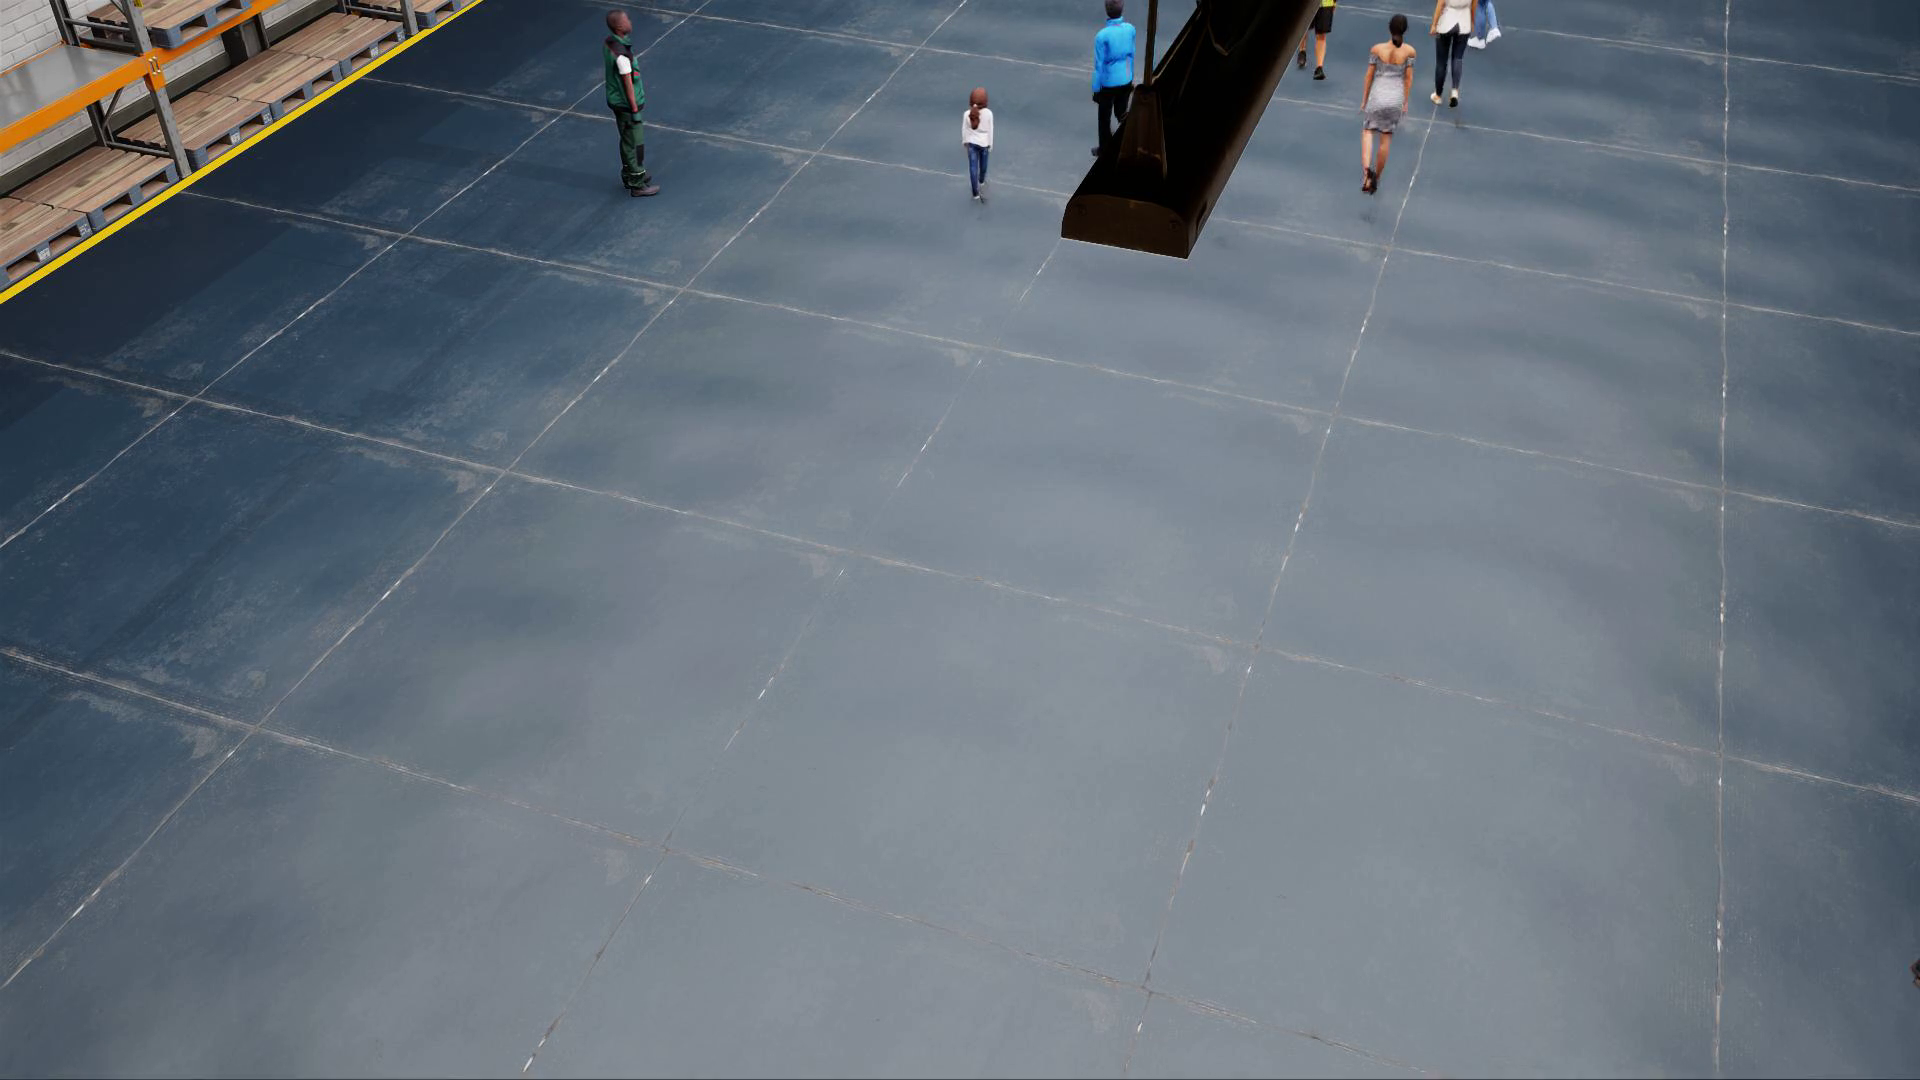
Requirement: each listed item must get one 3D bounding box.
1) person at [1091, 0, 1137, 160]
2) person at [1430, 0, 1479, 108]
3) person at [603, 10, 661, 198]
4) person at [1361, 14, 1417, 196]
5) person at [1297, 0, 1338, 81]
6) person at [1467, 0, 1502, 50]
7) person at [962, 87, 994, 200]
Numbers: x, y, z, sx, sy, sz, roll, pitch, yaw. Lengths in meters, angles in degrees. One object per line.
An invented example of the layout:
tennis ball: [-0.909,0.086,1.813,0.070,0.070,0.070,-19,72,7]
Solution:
person: [1.586,-4.525,16.575,0.951,1.782,1.006,-17,42,-20]
person: [5.289,-5.427,17.711,0.777,1.774,0.895,-1,39,-2]
person: [-3.244,-4.256,16.192,0.837,1.840,0.777,-16,41,-19]
person: [4.111,-4.160,16.093,0.648,1.814,0.754,8,39,10]
person: [3.968,-6.046,18.577,0.868,1.661,1.165,2,39,3]
person: [6.108,-6.393,19.045,0.784,1.618,0.866,-24,44,-27]
person: [0.176,-3.888,16.334,0.628,1.088,0.834,-1,39,-1]
